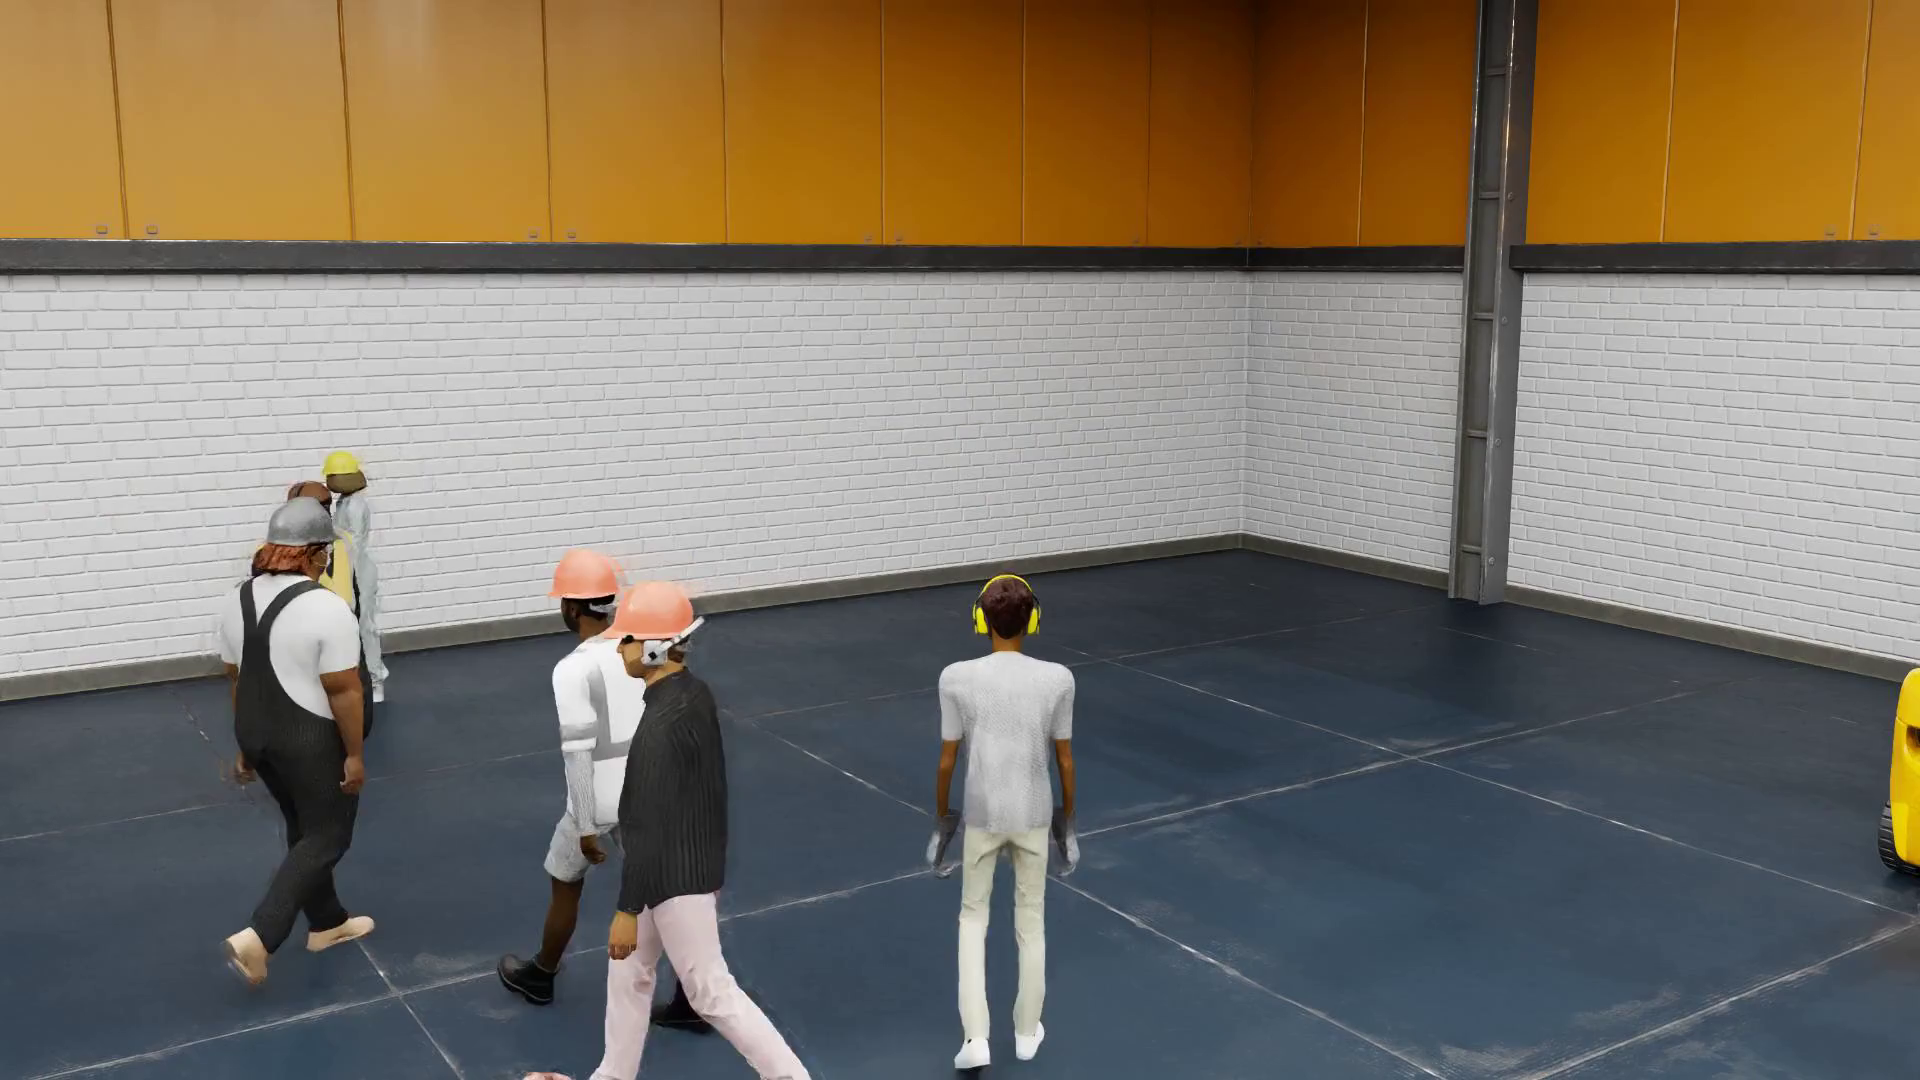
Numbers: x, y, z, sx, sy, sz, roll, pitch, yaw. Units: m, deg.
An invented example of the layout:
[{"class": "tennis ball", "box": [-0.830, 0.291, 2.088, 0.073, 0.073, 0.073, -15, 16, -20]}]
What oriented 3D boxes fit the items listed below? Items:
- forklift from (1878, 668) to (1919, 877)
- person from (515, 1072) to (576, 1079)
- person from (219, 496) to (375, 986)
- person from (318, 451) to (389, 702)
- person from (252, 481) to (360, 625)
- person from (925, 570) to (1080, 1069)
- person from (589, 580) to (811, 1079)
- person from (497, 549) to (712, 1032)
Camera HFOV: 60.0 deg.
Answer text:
[{"class": "forklift", "box": [5.511, 0.571, 7.906, 2.313, 2.155, 1.214, -6, 11, -33]}, {"class": "person", "box": [-0.501, 1.653, 2.421, 0.676, 1.858, 0.844, -9, 13, -44]}, {"class": "person", "box": [-2.795, 0.815, 6.895, 0.693, 2.000, 0.809, 5, 11, 28]}, {"class": "person", "box": [-4.080, 0.261, 11.163, 0.380, 1.731, 0.486, -6, 11, -32]}, {"class": "person", "box": [-3.514, 0.580, 8.967, 0.544, 1.832, 0.639, 5, 11, 28]}, {"class": "person", "box": [0.155, 1.038, 6.112, 0.569, 1.876, 0.459, 0, 9, 2]}, {"class": "person", "box": [-0.903, 1.096, 5.503, 1.005, 1.952, 0.624, 0, 9, -1]}, {"class": "person", "box": [-1.391, 0.970, 6.456, 1.020, 1.885, 0.563, 6, 11, 30]}]
